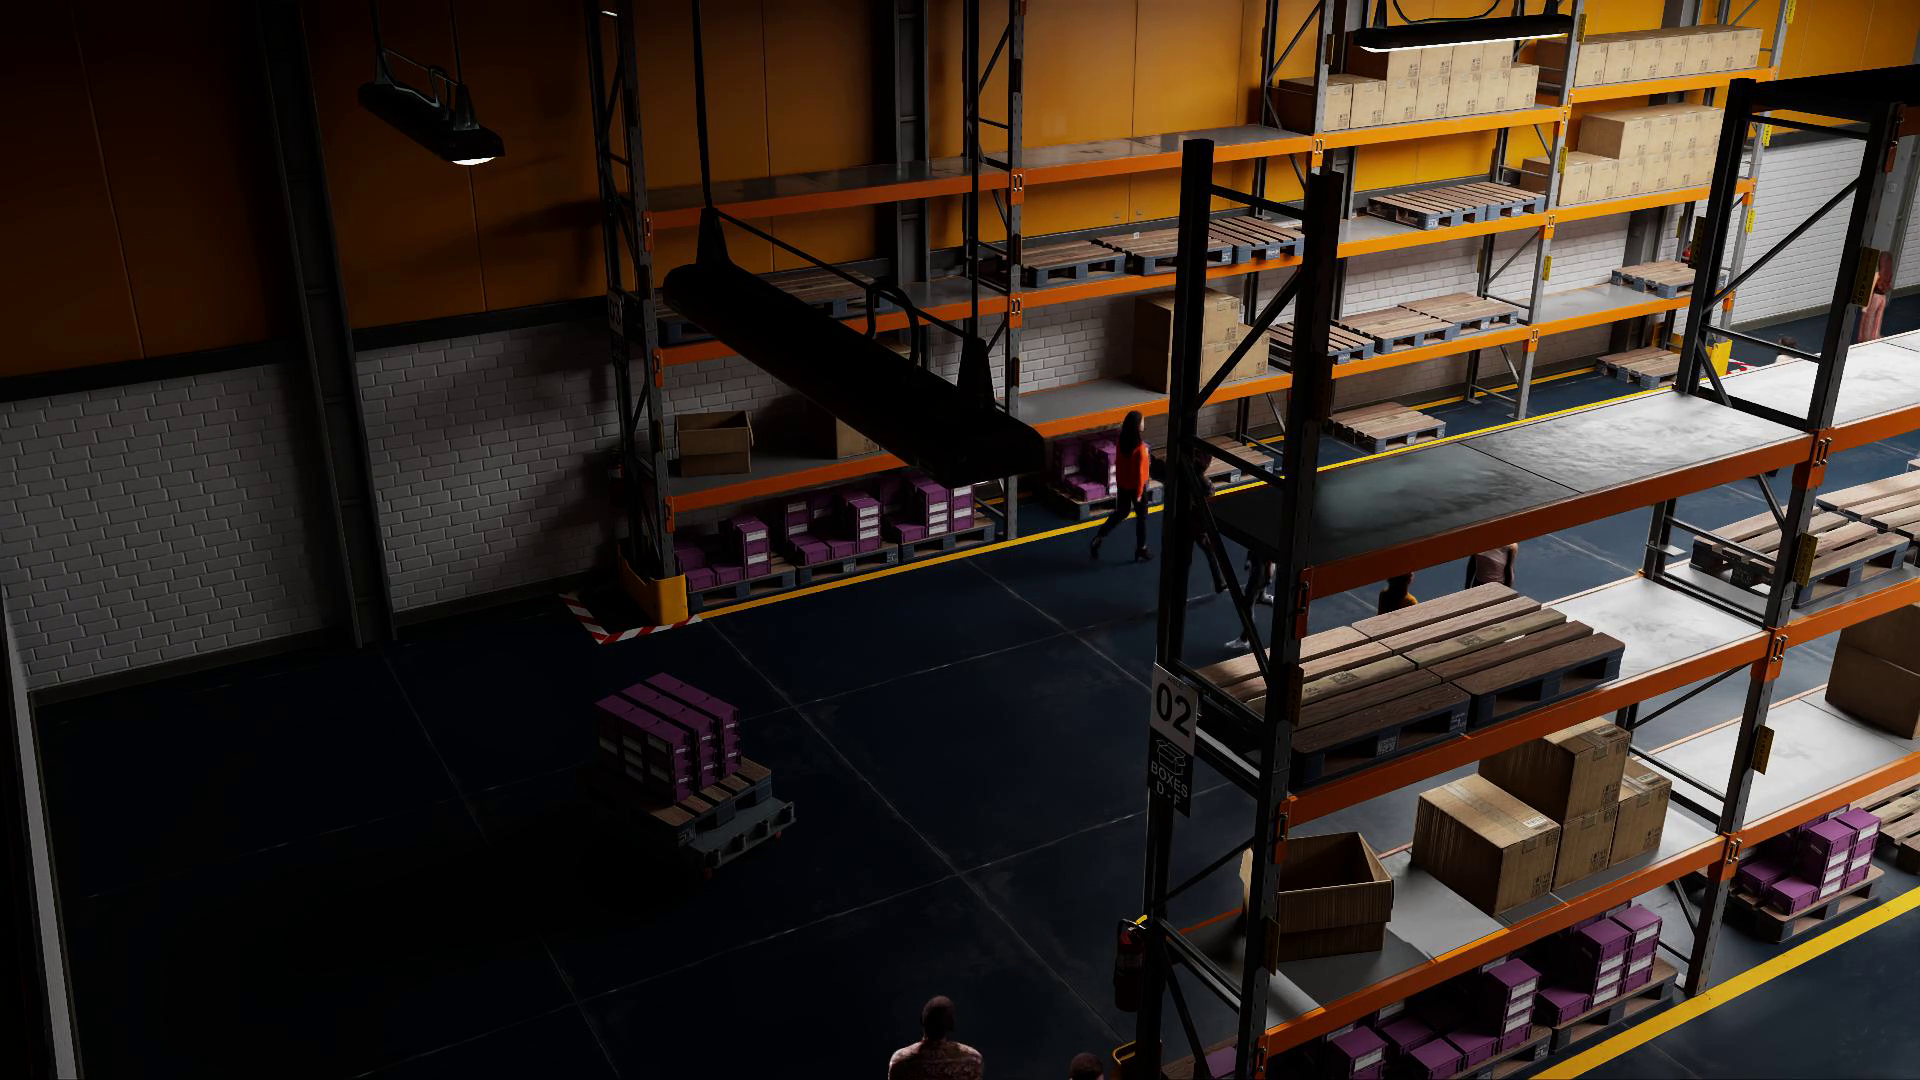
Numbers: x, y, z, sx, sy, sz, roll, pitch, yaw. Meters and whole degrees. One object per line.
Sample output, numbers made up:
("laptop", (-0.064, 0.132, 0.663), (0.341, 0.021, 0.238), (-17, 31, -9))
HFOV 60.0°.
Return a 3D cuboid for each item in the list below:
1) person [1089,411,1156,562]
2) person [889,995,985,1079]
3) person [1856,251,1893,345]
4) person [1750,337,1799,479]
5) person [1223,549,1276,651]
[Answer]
("person", (1.746, -0.537, 17.611), (1.002, 1.729, 0.609), (-12, 26, -25))
("person", (-0.114, 3.264, 8.843), (0.962, 1.787, 1.000), (-3, 24, -7))
("person", (13.549, -3.507, 24.614), (0.455, 1.561, 0.597), (-12, 26, -25))
("person", (9.792, -1.588, 19.985), (0.512, 1.753, 0.726), (-15, 28, -30))
("person", (2.943, 0.274, 15.814), (1.113, 1.682, 0.822), (-4, 24, -8))
